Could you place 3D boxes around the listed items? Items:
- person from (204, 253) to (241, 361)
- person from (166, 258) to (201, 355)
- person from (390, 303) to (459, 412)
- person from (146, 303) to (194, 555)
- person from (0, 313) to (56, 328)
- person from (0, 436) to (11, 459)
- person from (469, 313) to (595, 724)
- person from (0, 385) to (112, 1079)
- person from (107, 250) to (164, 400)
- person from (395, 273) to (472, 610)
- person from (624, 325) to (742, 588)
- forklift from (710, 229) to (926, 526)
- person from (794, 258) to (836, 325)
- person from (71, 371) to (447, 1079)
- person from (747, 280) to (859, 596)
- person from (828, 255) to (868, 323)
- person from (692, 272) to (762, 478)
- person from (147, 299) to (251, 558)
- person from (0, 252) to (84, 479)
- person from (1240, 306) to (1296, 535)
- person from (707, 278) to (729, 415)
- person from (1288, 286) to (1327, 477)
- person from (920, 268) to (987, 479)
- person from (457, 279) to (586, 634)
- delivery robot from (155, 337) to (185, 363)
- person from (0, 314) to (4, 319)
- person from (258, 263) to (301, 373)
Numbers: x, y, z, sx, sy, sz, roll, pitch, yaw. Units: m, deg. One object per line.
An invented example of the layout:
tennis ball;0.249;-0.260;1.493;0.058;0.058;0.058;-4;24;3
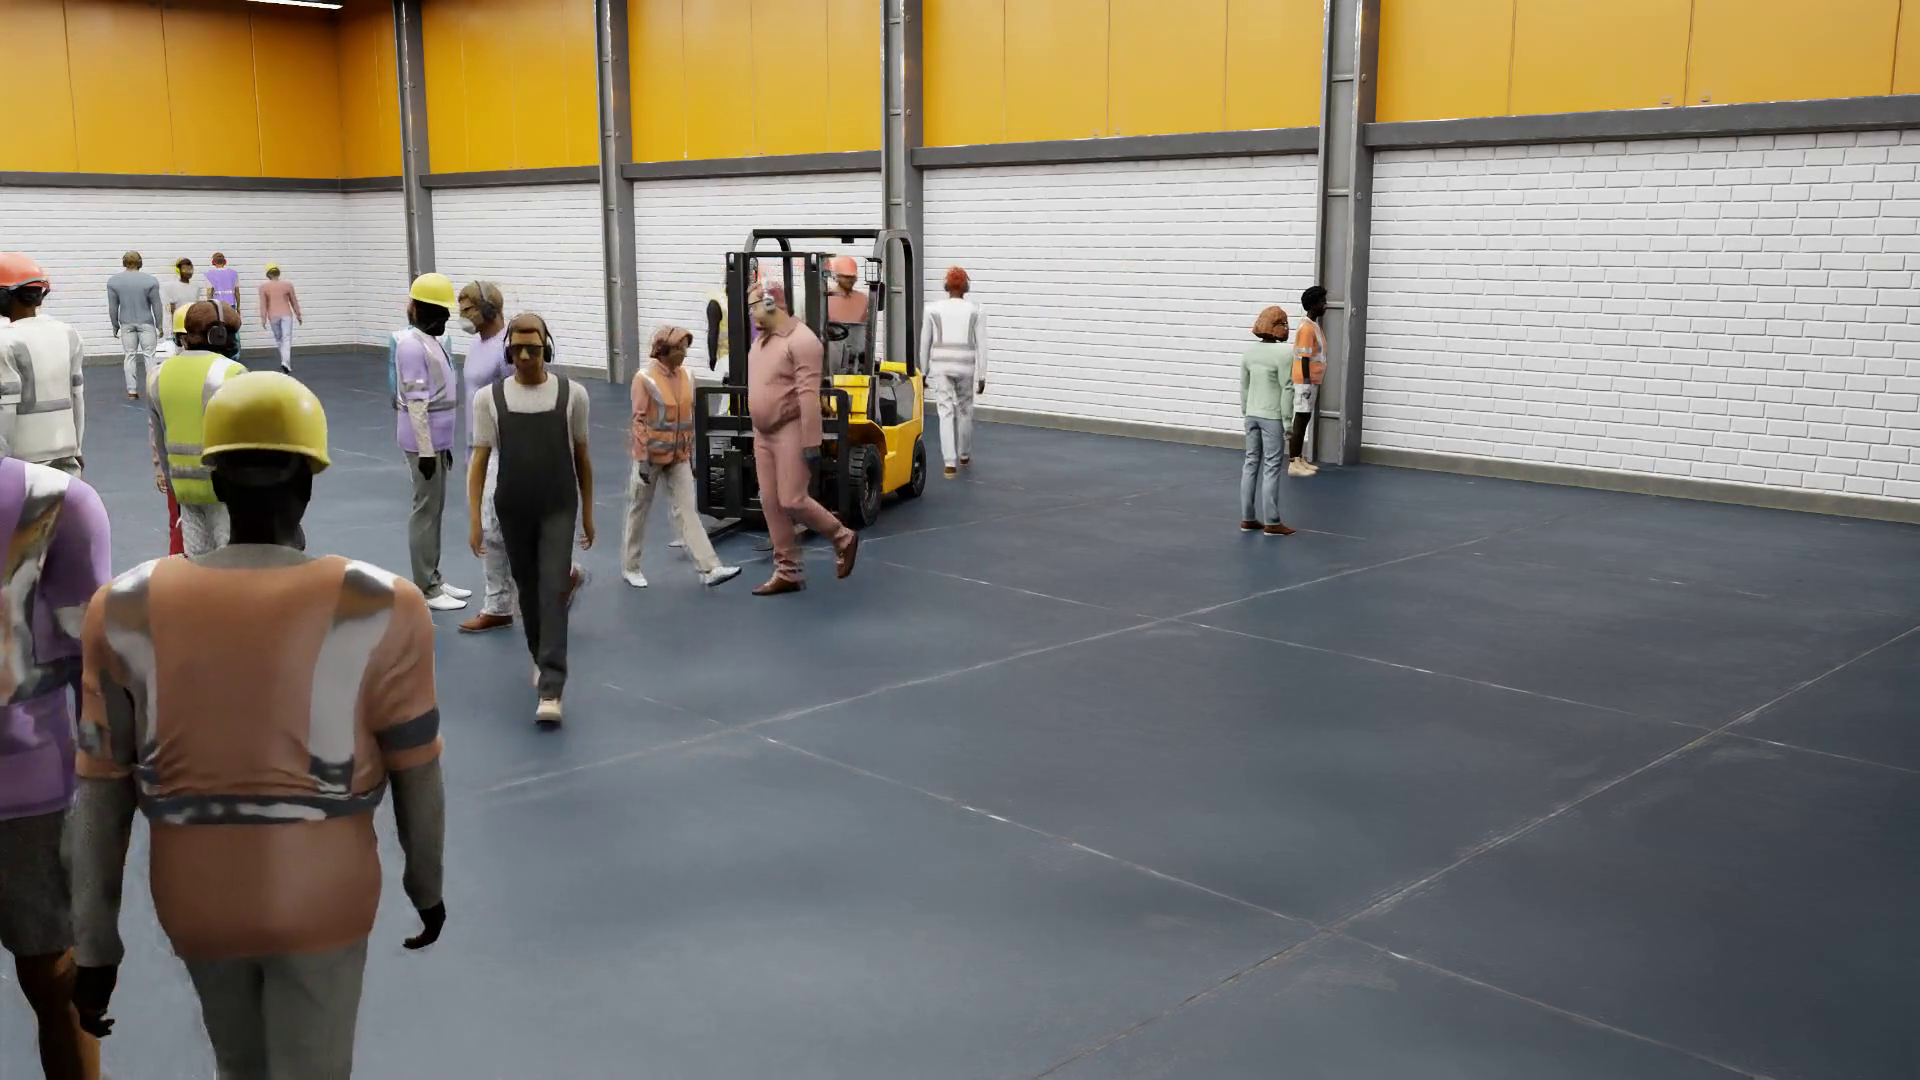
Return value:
person;-12.457;-3.933;28.147;0.564;1.837;0.388;-10;14;-43
person;-10.206;-2.810;22.066;0.948;1.814;0.493;9;13;39
person;-4.507;-1.231;14.051;0.538;1.586;0.848;-6;12;-29
person;-4.166;-0.415;9.153;0.524;1.769;0.316;-10;14;-43
person;-6.642;-0.960;11.728;0.739;1.915;0.560;5;11;23
person;-3.069;0.263;5.193;0.314;1.864;0.533;-8;13;-36
person;-1.925;-0.120;7.496;0.530;1.793;0.986;-2;11;-9
person;-2.000;0.511;3.341;0.609;2.048;0.367;-3;11;-14
person;-10.665;-2.777;21.563;0.635;1.937;0.354;-2;11;-13
person;-3.023;-0.563;9.553;0.382;1.917;0.585;-2;11;-9
person;-1.729;-0.475;9.933;0.870;1.593;0.580;8;13;39
forklift;-1.050;-1.319;12.920;1.214;2.155;2.313;2;11;13
person;-1.601;-2.161;18.189;0.636;1.960;0.974;-9;14;-40
person;-1.240;0.639;3.082;0.599;1.891;0.727;0;10;-2
person;-1.004;-0.615;9.970;0.607;1.871;0.680;-8;13;-39
person;-1.177;-1.815;16.310;0.641;1.958;0.935;-4;11;-20
person;-1.816;-1.436;14.440;1.052;1.876;0.552;-1;10;-8
person;-3.444;-0.197;7.784;0.620;1.838;0.430;5;11;23
person;-4.817;-0.463;8.658;0.378;2.045;0.605;2;11;13
person;2.200;-0.853;11.904;0.284;1.633;0.501;-6;12;-32
person;-2.352;-1.980;17.661;0.979;1.786;0.636;10;14;42
person;3.092;-1.410;14.796;0.321;1.691;0.530;3;11;17
person;-0.057;-1.499;14.857;0.596;1.832;0.970;0;10;-1
person;-2.414;-0.440;8.921;0.569;1.911;0.632;-7;12;-32
delivery robot;-12.255;-2.910;25.812;0.707;0.478;0.477;-3;11;-16
person;-9.494;-1.824;16.527;0.522;1.891;0.647;2;11;9
person;-10.619;-3.469;25.979;0.588;1.711;0.859;-4;11;-20
